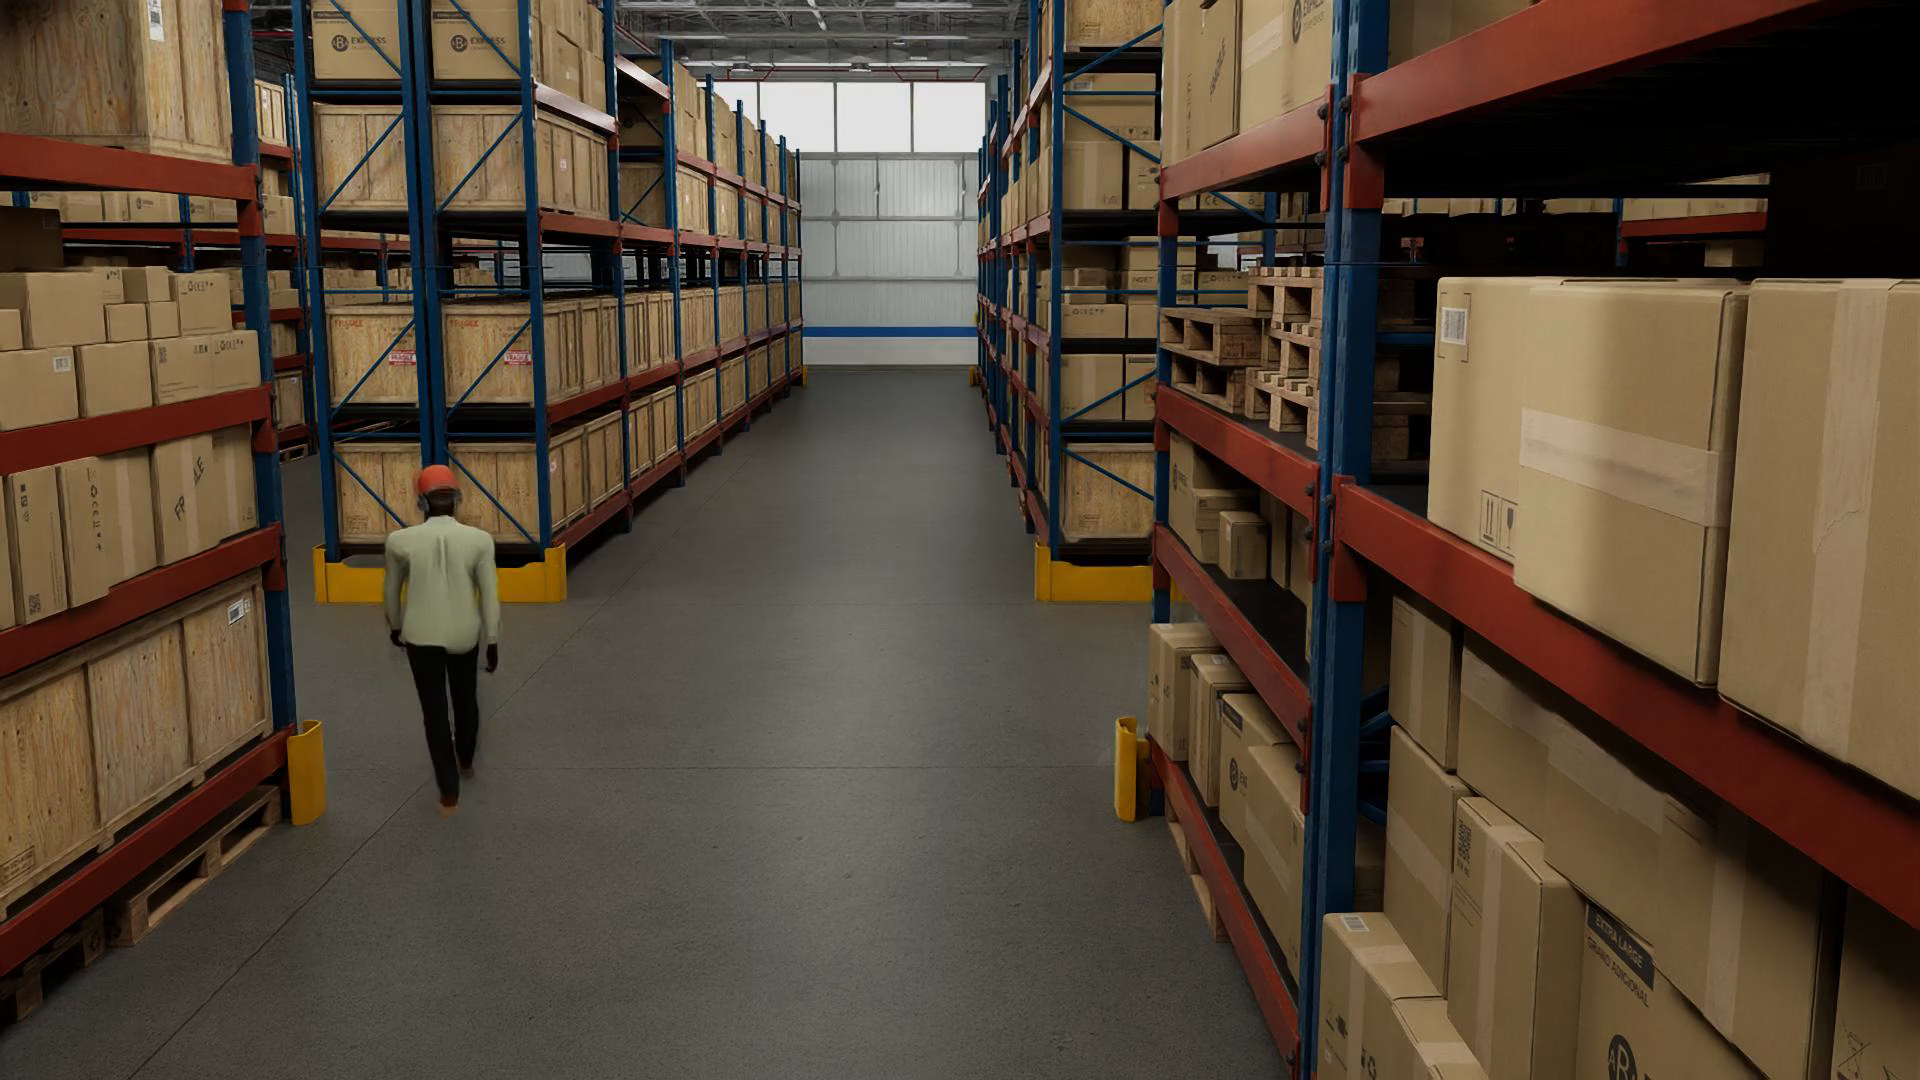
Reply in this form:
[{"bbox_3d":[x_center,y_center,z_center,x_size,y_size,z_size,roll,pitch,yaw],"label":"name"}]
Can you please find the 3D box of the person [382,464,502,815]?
[{"bbox_3d":[-2.971,0.529,9.532,0.613,1.925,1.059,-4,10,-25],"label":"person"}]
